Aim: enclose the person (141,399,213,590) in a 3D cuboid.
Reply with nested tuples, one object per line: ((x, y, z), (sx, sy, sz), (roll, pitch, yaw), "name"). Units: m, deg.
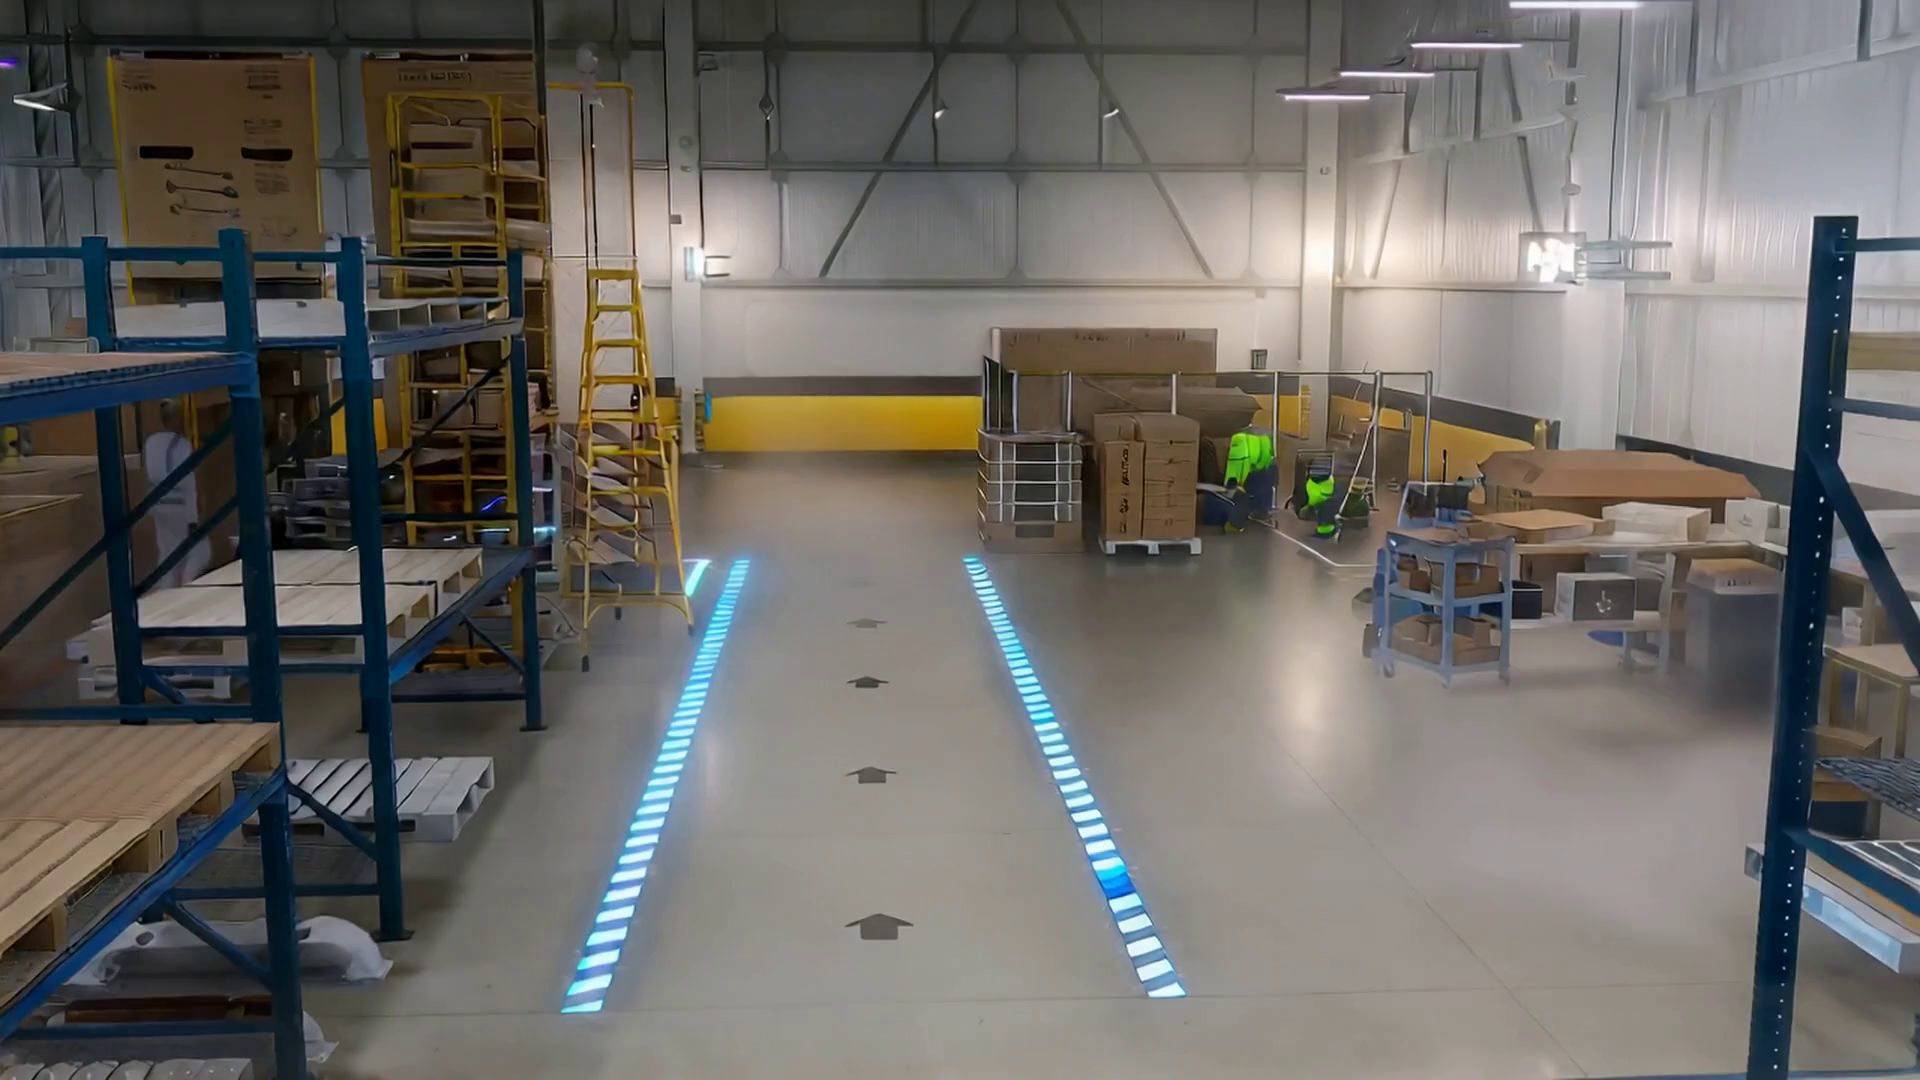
((-6.454, -0.231, 13.739), (0.609, 1.868, 0.453), (5, 10, 27), "person")

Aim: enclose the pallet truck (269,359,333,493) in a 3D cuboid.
((-7.062, -1.131, 18.996), (1.885, 1.965, 0.823), (2, 9, 13), "pallet truck")
